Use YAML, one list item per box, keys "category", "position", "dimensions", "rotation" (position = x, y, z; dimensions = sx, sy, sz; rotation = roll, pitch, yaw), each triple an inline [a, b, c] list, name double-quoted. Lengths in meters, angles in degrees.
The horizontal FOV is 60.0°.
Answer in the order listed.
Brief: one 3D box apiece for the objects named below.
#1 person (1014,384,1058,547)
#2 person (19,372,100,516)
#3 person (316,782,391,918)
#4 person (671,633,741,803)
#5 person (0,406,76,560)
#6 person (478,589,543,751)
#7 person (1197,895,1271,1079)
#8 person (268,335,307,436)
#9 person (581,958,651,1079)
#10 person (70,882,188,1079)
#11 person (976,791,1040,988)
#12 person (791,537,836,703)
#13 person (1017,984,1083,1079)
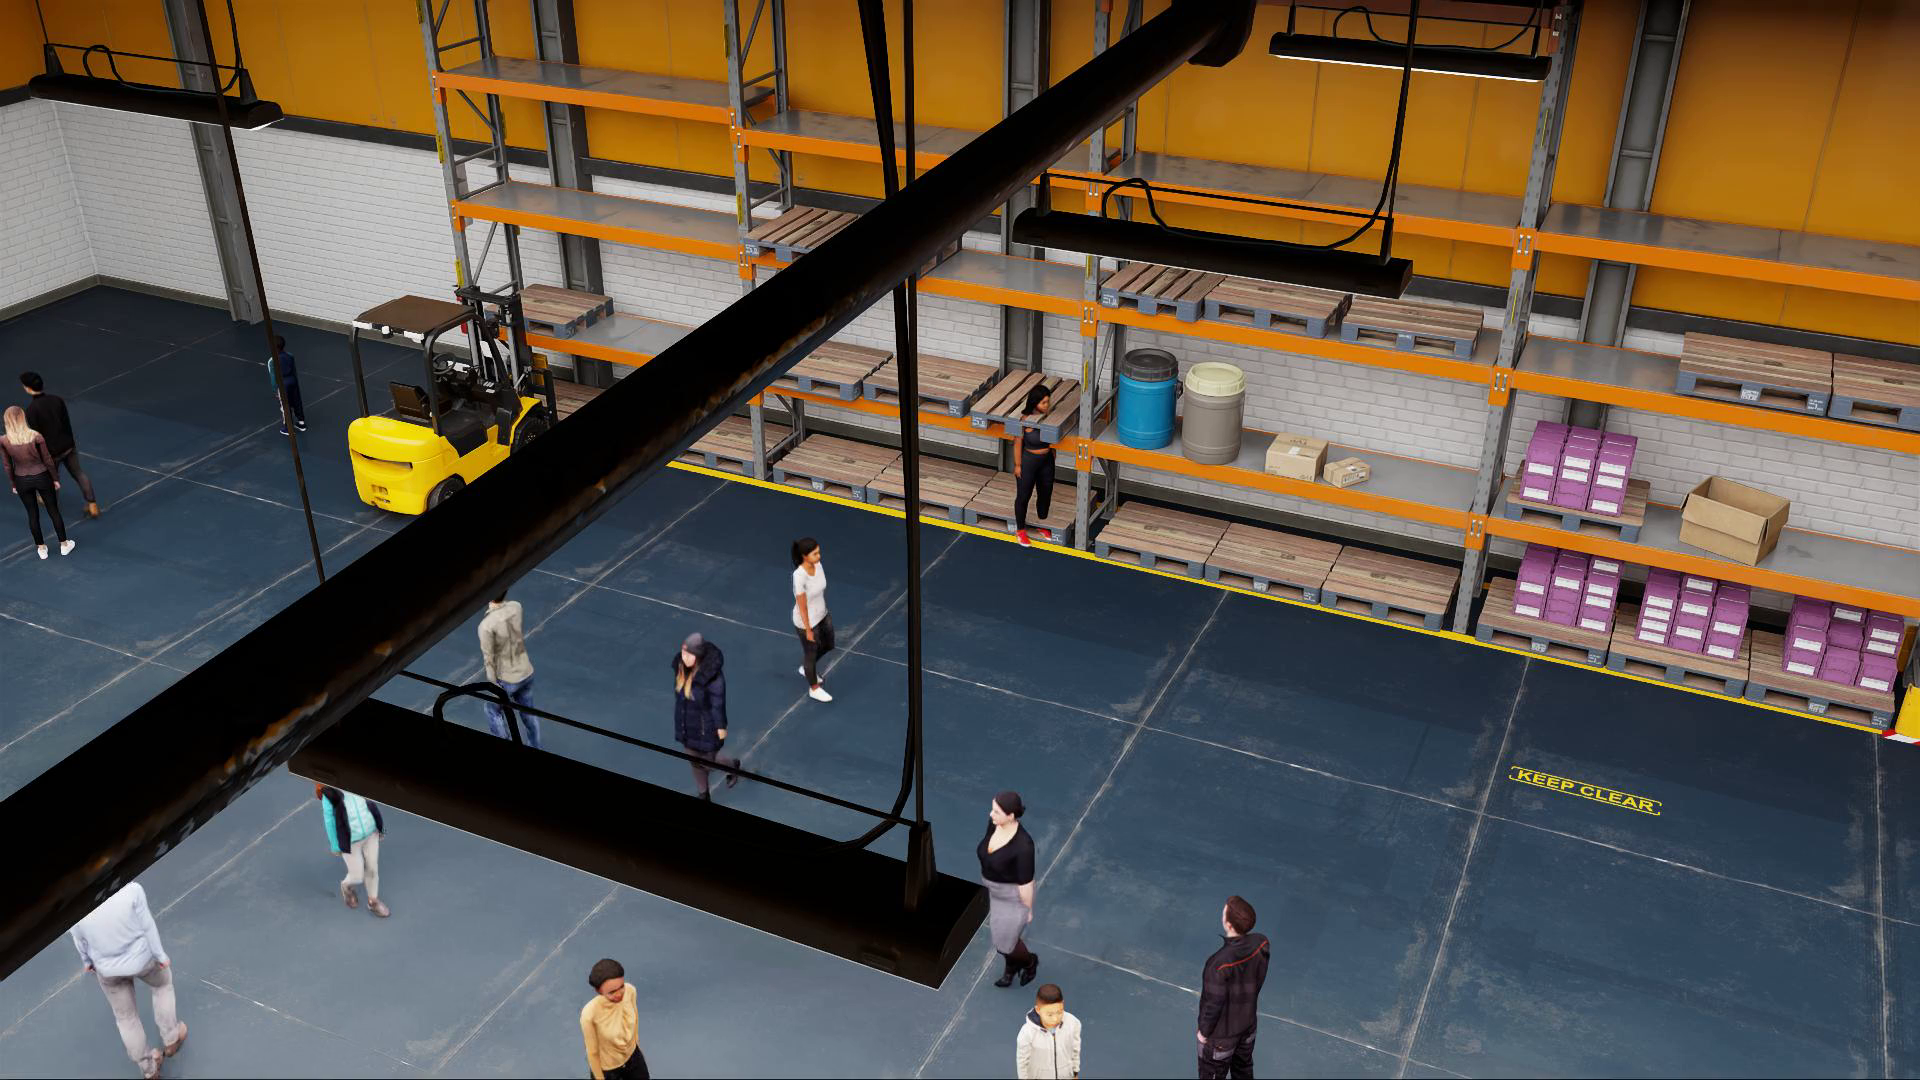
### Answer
- category: "person"
  position: [0.796, -0.825, 17.673]
  dimensions: [0.773, 1.815, 0.814]
  rotation: [-13, 31, -23]
- category: "person"
  position: [-9.805, -1.006, 18.146]
  dimensions: [1.071, 1.679, 0.665]
  rotation: [14, 32, 24]
- category: "person"
  position: [-4.572, 2.184, 12.494]
  dimensions: [0.689, 1.491, 0.624]
  rotation: [19, 34, 31]
- category: "person"
  position: [-2.077, 1.459, 13.641]
  dimensions: [0.818, 1.665, 0.816]
  rotation: [20, 34, 32]
- category: "person"
  position: [-9.687, -0.608, 17.389]
  dimensions: [0.661, 1.704, 0.723]
  rotation: [-10, 30, -17]
- category: "person"
  position: [-3.719, 1.161, 14.000]
  dimensions: [0.805, 1.846, 0.734]
  rotation: [17, 33, 28]
- category: "person"
  position: [1.694, 3.027, 10.507]
  dimensions: [0.776, 1.914, 0.760]
  rotation: [-21, 35, -33]
- category: "person"
  position: [-8.197, -1.898, 20.223]
  dimensions: [0.500, 1.255, 0.523]
  rotation: [17, 33, 29]
- category: "person"
  position: [-2.203, 3.234, 10.419]
  dimensions: [0.782, 1.636, 0.963]
  rotation: [-23, 36, -35]
- category: "person"
  position: [-5.469, 2.834, 10.895]
  dimensions: [0.879, 1.882, 0.940]
  rotation: [-9, 30, -16]
- category: "person"
  position: [0.422, 2.473, 11.698]
  dimensions: [0.886, 1.747, 0.814]
  rotation: [-14, 32, -24]
- category: "person"
  position: [-1.405, 0.700, 15.062]
  dimensions: [0.665, 1.637, 0.602]
  rotation: [15, 32, 25]
- category: "person"
  position: [0.546, 3.336, 10.424]
  dimensions: [0.644, 1.452, 0.697]
  rotation: [-11, 31, -19]
